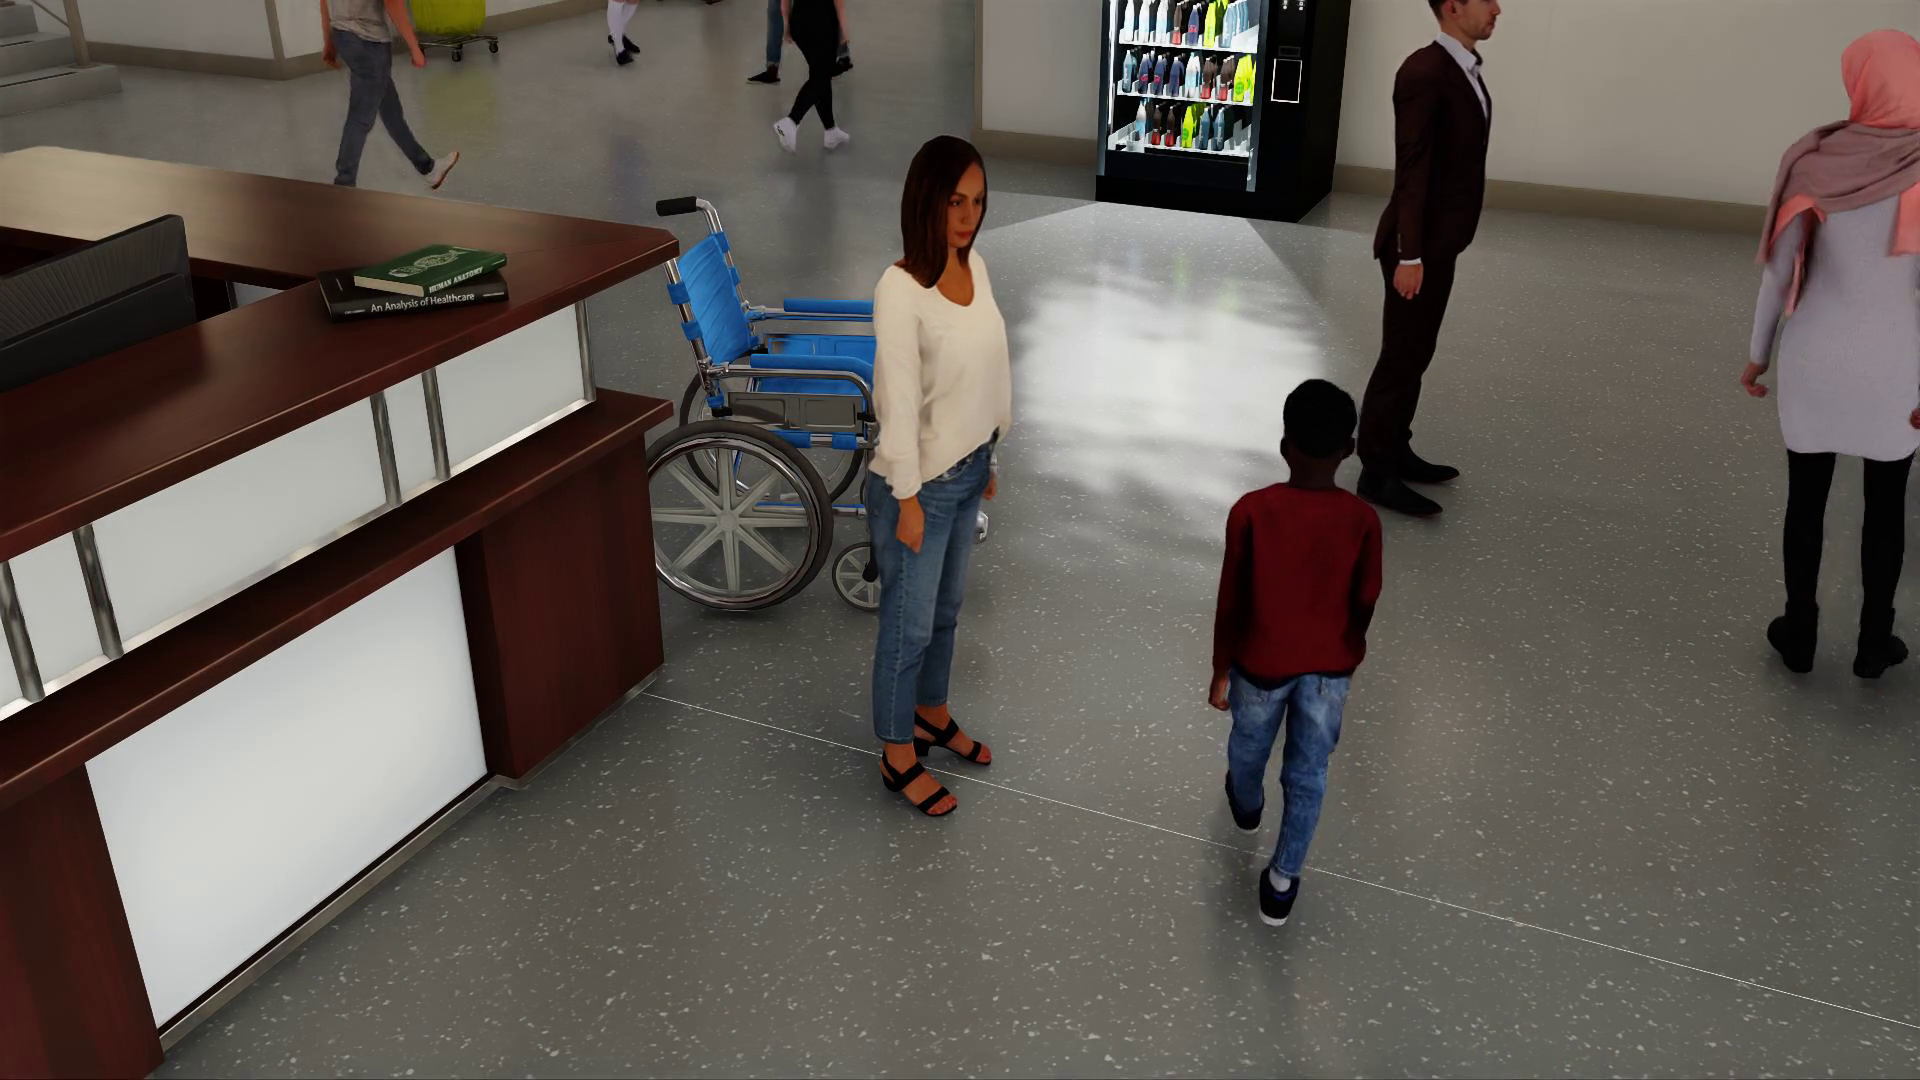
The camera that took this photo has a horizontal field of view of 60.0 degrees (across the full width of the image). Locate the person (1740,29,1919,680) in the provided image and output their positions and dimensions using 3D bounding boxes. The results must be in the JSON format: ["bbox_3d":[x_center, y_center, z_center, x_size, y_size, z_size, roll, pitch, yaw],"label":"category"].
[{"bbox_3d":[2.458,-0.442,4.562,0.586,1.768,0.855,23,34,39],"label":"person"}]

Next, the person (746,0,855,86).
[{"bbox_3d":[-1.140,-4.381,12.722,1.082,1.776,1.241,-20,32,-35],"label":"person"}]

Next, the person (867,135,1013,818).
[{"bbox_3d":[-0.073,-0.145,4.050,0.534,1.679,0.606,12,28,24],"label":"person"}]

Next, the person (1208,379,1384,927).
[{"bbox_3d":[0.734,0.293,3.653,0.783,1.234,0.713,3,26,6],"label":"person"}]

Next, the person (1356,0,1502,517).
[{"bbox_3d":[1.580,-1.028,5.666,0.584,1.865,0.669,12,28,24],"label":"person"}]

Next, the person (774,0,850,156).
[{"bbox_3d":[-0.949,-3.227,10.514,1.014,1.615,0.703,13,29,25],"label":"person"}]

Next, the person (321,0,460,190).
[{"bbox_3d":[-3.344,-2.688,9.129,1.172,1.848,0.918,17,31,32],"label":"person"}]
